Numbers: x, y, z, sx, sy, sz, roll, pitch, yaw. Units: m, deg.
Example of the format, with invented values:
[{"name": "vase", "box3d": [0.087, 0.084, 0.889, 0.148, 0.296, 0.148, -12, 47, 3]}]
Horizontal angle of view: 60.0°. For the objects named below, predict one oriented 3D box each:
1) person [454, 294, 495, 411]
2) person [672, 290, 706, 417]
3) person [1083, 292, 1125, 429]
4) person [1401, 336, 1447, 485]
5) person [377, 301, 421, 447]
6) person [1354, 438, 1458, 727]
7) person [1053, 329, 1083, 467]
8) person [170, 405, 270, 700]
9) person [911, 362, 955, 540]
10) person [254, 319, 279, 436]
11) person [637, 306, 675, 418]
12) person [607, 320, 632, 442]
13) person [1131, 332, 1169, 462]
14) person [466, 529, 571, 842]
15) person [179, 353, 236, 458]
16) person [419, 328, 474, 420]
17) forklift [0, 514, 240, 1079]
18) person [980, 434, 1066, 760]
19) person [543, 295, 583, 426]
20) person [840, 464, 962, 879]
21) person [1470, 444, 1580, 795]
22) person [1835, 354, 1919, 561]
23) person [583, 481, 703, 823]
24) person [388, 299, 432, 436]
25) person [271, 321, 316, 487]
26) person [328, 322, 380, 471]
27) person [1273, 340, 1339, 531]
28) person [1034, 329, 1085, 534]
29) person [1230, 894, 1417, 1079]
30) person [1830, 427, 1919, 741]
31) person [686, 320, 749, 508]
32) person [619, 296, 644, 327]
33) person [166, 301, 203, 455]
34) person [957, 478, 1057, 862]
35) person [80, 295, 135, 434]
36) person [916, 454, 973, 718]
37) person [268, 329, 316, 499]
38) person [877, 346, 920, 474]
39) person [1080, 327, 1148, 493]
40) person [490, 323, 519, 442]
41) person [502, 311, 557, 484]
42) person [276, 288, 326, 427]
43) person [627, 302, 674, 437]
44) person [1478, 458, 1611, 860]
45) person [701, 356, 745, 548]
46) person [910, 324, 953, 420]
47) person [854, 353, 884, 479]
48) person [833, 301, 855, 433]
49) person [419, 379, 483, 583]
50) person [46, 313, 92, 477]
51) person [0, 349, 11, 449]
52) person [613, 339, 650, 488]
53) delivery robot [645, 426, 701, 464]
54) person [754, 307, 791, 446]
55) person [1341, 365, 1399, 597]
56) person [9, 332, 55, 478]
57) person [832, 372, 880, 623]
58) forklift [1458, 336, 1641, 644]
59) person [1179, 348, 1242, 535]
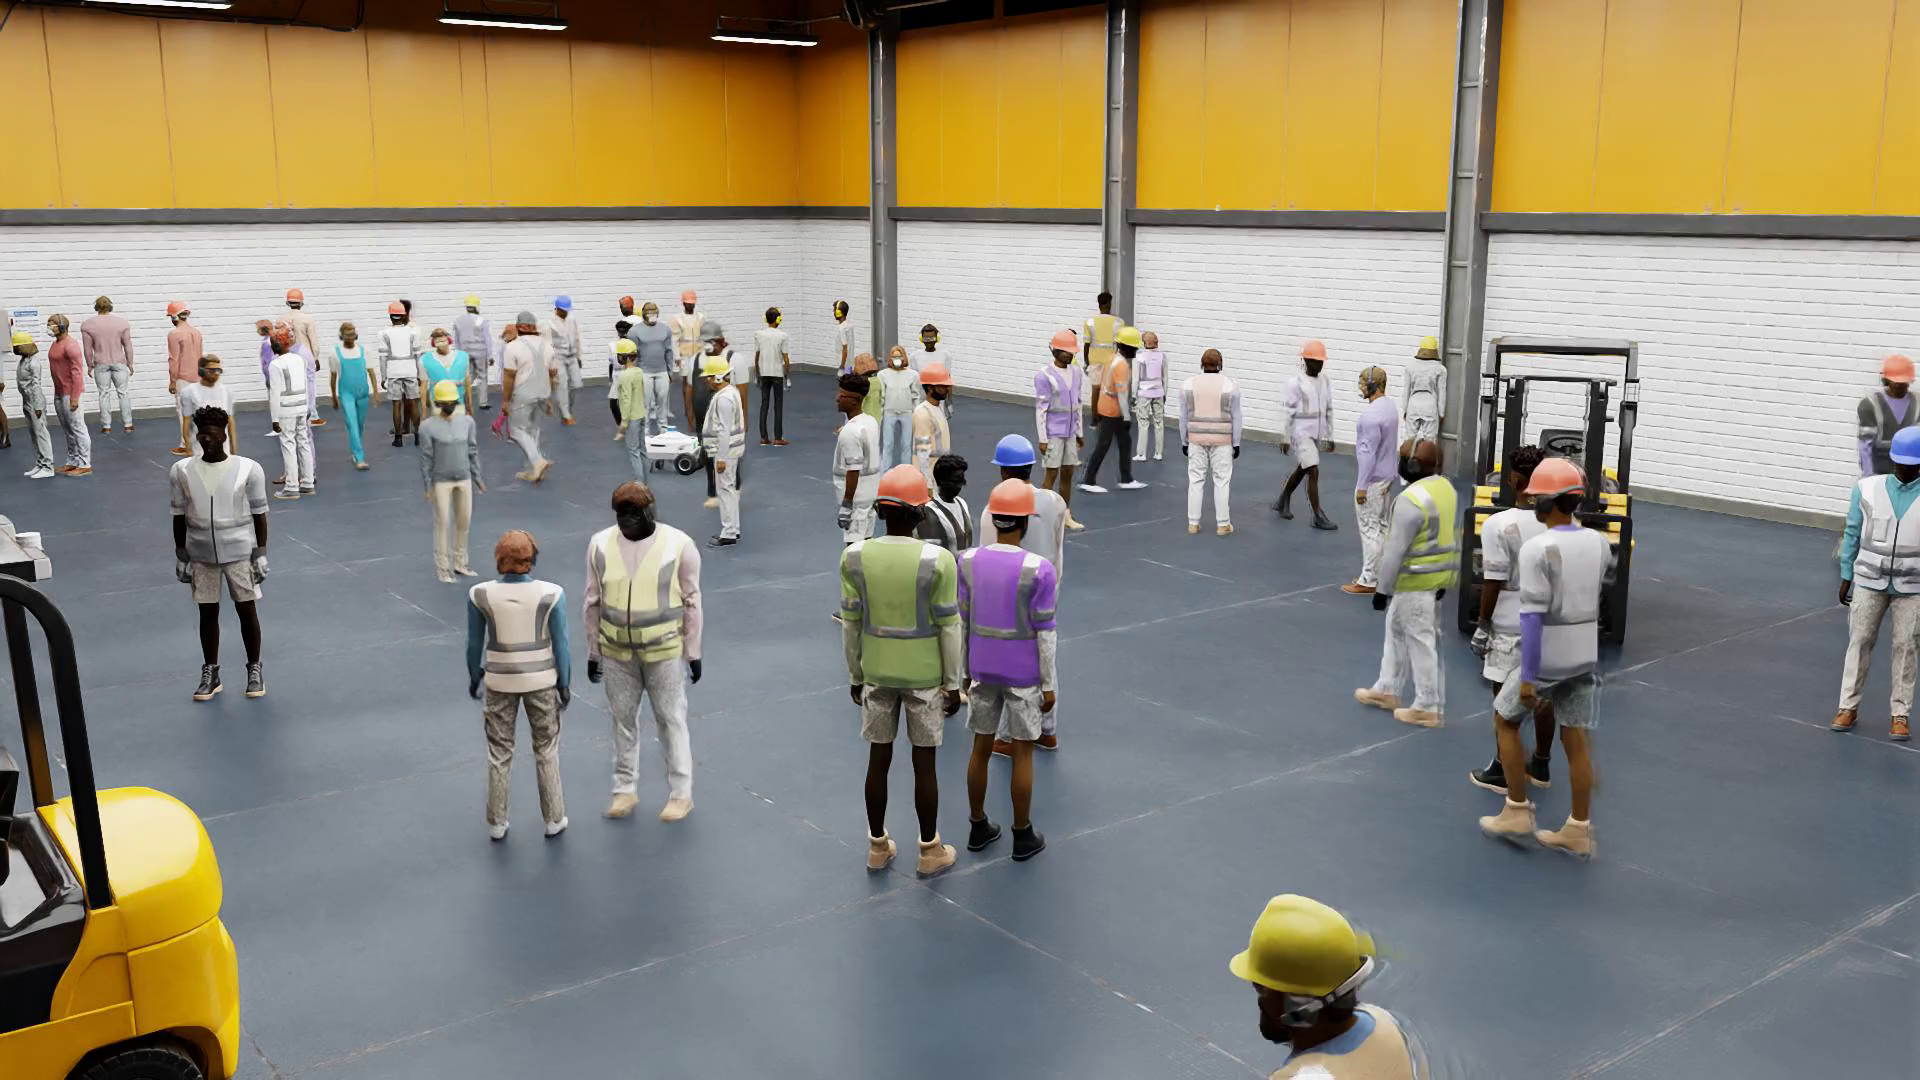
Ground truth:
[{"name": "person", "box3d": [-7.488, -2.872, 25.633, 0.608, 1.820, 0.520, 4, 12, 19]}, {"name": "person", "box3d": [-4.021, -2.790, 24.997, 0.554, 1.915, 0.612, -6, 13, -26]}, {"name": "person", "box3d": [2.052, -2.557, 23.769, 0.608, 1.963, 0.369, 1, 12, 4]}, {"name": "person", "box3d": [5.341, -1.483, 19.165, 0.497, 1.731, 0.378, 7, 13, 29]}, {"name": "person", "box3d": [-7.444, -2.208, 22.147, 0.543, 1.939, 0.371, -5, 13, -24]}, {"name": "person", "box3d": [2.768, 0.252, 10.547, 0.763, 1.818, 0.652, 9, 15, 36]}, {"name": "person", "box3d": [1.322, -1.760, 20.569, 0.320, 1.698, 0.531, -4, 12, -19]}, {"name": "person", "box3d": [-4.890, 0.083, 11.014, 0.607, 1.966, 0.367, -2, 12, -11]}, {"name": "person", "box3d": [-0.218, -0.532, 14.052, 0.361, 1.940, 0.543, 2, 12, 12]}, {"name": "person", "box3d": [-9.559, -2.255, 23.120, 0.349, 1.629, 0.530, -2, 12, -11]}, {"name": "person", "box3d": [-4.561, -2.653, 24.892, 0.375, 1.696, 0.579, 8, 14, 34]}, {"name": "person", "box3d": [-4.508, -2.130, 22.414, 0.550, 1.668, 0.466, 4, 12, 18]}, {"name": "person", "box3d": [2.381, -1.794, 20.882, 0.511, 1.638, 0.307, -5, 13, -21]}, {"name": "person", "box3d": [-2.271, 0.756, 8.578, 0.536, 1.635, 0.311, -1, 12, -7]}, {"name": "person", "box3d": [-7.200, -0.878, 15.980, 0.348, 1.833, 0.506, 9, 15, 38]}, {"name": "person", "box3d": [-5.985, -1.572, 19.383, 0.603, 1.814, 0.504, -7, 14, -30]}, {"name": "forklift", "box3d": [-3.687, 1.115, 5.480, 2.313, 2.155, 1.214, -9, 15, -36]}, {"name": "person", "box3d": [0.353, 0.342, 9.842, 0.606, 1.941, 0.413, -8, 14, -35]}, {"name": "person", "box3d": [-5.709, -2.583, 24.033, 0.513, 1.907, 0.644, 10, 15, 39]}, {"name": "person", "box3d": [-0.277, 0.644, 8.121, 0.607, 2.044, 0.372, 4, 12, 17]}, {"name": "person", "box3d": [3.131, 0.443, 9.275, 0.609, 1.965, 0.368, -4, 12, -18]}, {"name": "person", "box3d": [8.131, -0.667, 14.646, 0.621, 1.985, 0.881, 1, 12, 3]}, {"name": "person", "box3d": [-1.694, 0.595, 8.893, 0.647, 1.836, 0.430, 2, 12, 8]}, {"name": "person", "box3d": [-7.556, -2.394, 23.089, 0.780, 1.924, 0.646, -5, 13, -22]}, {"name": "person", "box3d": [-7.705, -1.569, 19.154, 0.638, 1.902, 0.407, 7, 14, 31]}, {"name": "person", "box3d": [-7.455, -1.780, 20.439, 0.520, 1.797, 0.976, -9, 15, -36]}, {"name": "person", "box3d": [3.508, -1.091, 16.867, 0.557, 1.899, 0.971, -8, 14, -33]}, {"name": "person", "box3d": [1.004, -1.059, 16.391, 0.611, 2.030, 0.410, -11, 16, -42]}, {"name": "person", "box3d": [0.752, 1.657, 3.798, 0.698, 1.802, 0.605, 9, 15, 37]}, {"name": "person", "box3d": [5.734, 0.260, 10.222, 0.604, 1.941, 0.400, 8, 14, 33]}, {"name": "person", "box3d": [-2.612, -1.339, 17.700, 0.702, 2.000, 0.539, 4, 12, 17]}, {"name": "person", "box3d": [-4.773, -2.596, 24.145, 0.355, 1.887, 0.573, 3, 12, 16]}, {"name": "person", "box3d": [-10.021, -2.096, 21.523, 0.411, 1.979, 0.625, 2, 12, 10]}, {"name": "person", "box3d": [0.241, 0.650, 8.372, 0.545, 1.929, 0.388, 6, 13, 28]}, {"name": "person", "box3d": [-11.919, -2.449, 23.311, 0.632, 1.940, 0.372, -6, 13, -27]}, {"name": "person", "box3d": [-0.091, 0.281, 10.725, 0.321, 1.693, 0.530, 6, 13, 26]}, {"name": "person", "box3d": [-7.394, -1.389, 18.345, 0.360, 1.880, 0.575, 3, 12, 16]}, {"name": "person", "box3d": [-0.703, -1.406, 19.014, 0.501, 1.632, 0.280, -1, 12, -4]}, {"name": "person", "box3d": [1.764, -1.441, 18.595, 0.887, 1.873, 0.604, 1, 12, 3]}, {"name": "person", "box3d": [-6.093, -2.118, 22.475, 0.397, 1.618, 0.510, 1, 12, 3]}, {"name": "person", "box3d": [-4.963, -1.679, 19.343, 0.805, 2.000, 0.730, 8, 14, 35]}, {"name": "person", "box3d": [-9.544, -2.632, 24.052, 0.612, 1.997, 0.375, 1, 12, 7]}, {"name": "person", "box3d": [-4.124, -2.221, 22.252, 0.636, 1.928, 0.387, -8, 14, -34]}, {"name": "person", "box3d": [2.988, 0.592, 8.437, 0.623, 2.014, 0.696, -5, 13, -25]}, {"name": "person", "box3d": [-2.249, -0.841, 15.842, 0.403, 1.818, 0.606, -1, 12, -4]}, {"name": "person", "box3d": [-0.332, -1.584, 19.335, 0.510, 1.861, 0.324, 0, 12, -1]}, {"name": "person", "box3d": [-1.005, -1.220, 18.139, 0.266, 1.628, 0.501, 6, 13, 25]}, {"name": "person", "box3d": [-1.634, -2.427, 23.382, 0.309, 1.865, 0.534, 1, 12, 7]}, {"name": "person", "box3d": [-4.411, -0.516, 14.422, 0.534, 1.770, 0.360, -11, 16, -43]}, {"name": "person", "box3d": [-10.632, -1.724, 19.810, 0.630, 1.940, 0.372, 10, 16, 41]}, {"name": "person", "box3d": [-12.863, -2.141, 21.881, 0.557, 1.925, 0.414, 2, 12, 12]}, {"name": "person", "box3d": [-3.630, -1.327, 18.313, 0.328, 1.767, 0.531, 2, 12, 9]}, {"name": "delivery robot", "box3d": [-3.478, -1.130, 20.074, 0.707, 0.478, 0.477, 2, 12, 8]}, {"name": "person", "box3d": [-2.499, -2.178, 22.214, 0.524, 1.857, 0.345, 4, 12, 17]}, {"name": "person", "box3d": [3.453, -0.493, 13.895, 0.379, 1.931, 0.635, 6, 13, 28]}, {"name": "person", "box3d": [-11.018, -1.601, 19.717, 0.483, 1.737, 0.320, 11, 16, 43]}, {"name": "person", "box3d": [-0.815, -0.334, 13.029, 0.364, 1.966, 0.610, 2, 12, 12]}, {"name": "forklift", "box3d": [4.683, -0.471, 13.136, 1.214, 2.155, 2.313, 4, 12, 20]}, {"name": "person", "box3d": [2.469, -0.967, 16.389, 0.627, 1.844, 0.429, 4, 12, 19]}]
